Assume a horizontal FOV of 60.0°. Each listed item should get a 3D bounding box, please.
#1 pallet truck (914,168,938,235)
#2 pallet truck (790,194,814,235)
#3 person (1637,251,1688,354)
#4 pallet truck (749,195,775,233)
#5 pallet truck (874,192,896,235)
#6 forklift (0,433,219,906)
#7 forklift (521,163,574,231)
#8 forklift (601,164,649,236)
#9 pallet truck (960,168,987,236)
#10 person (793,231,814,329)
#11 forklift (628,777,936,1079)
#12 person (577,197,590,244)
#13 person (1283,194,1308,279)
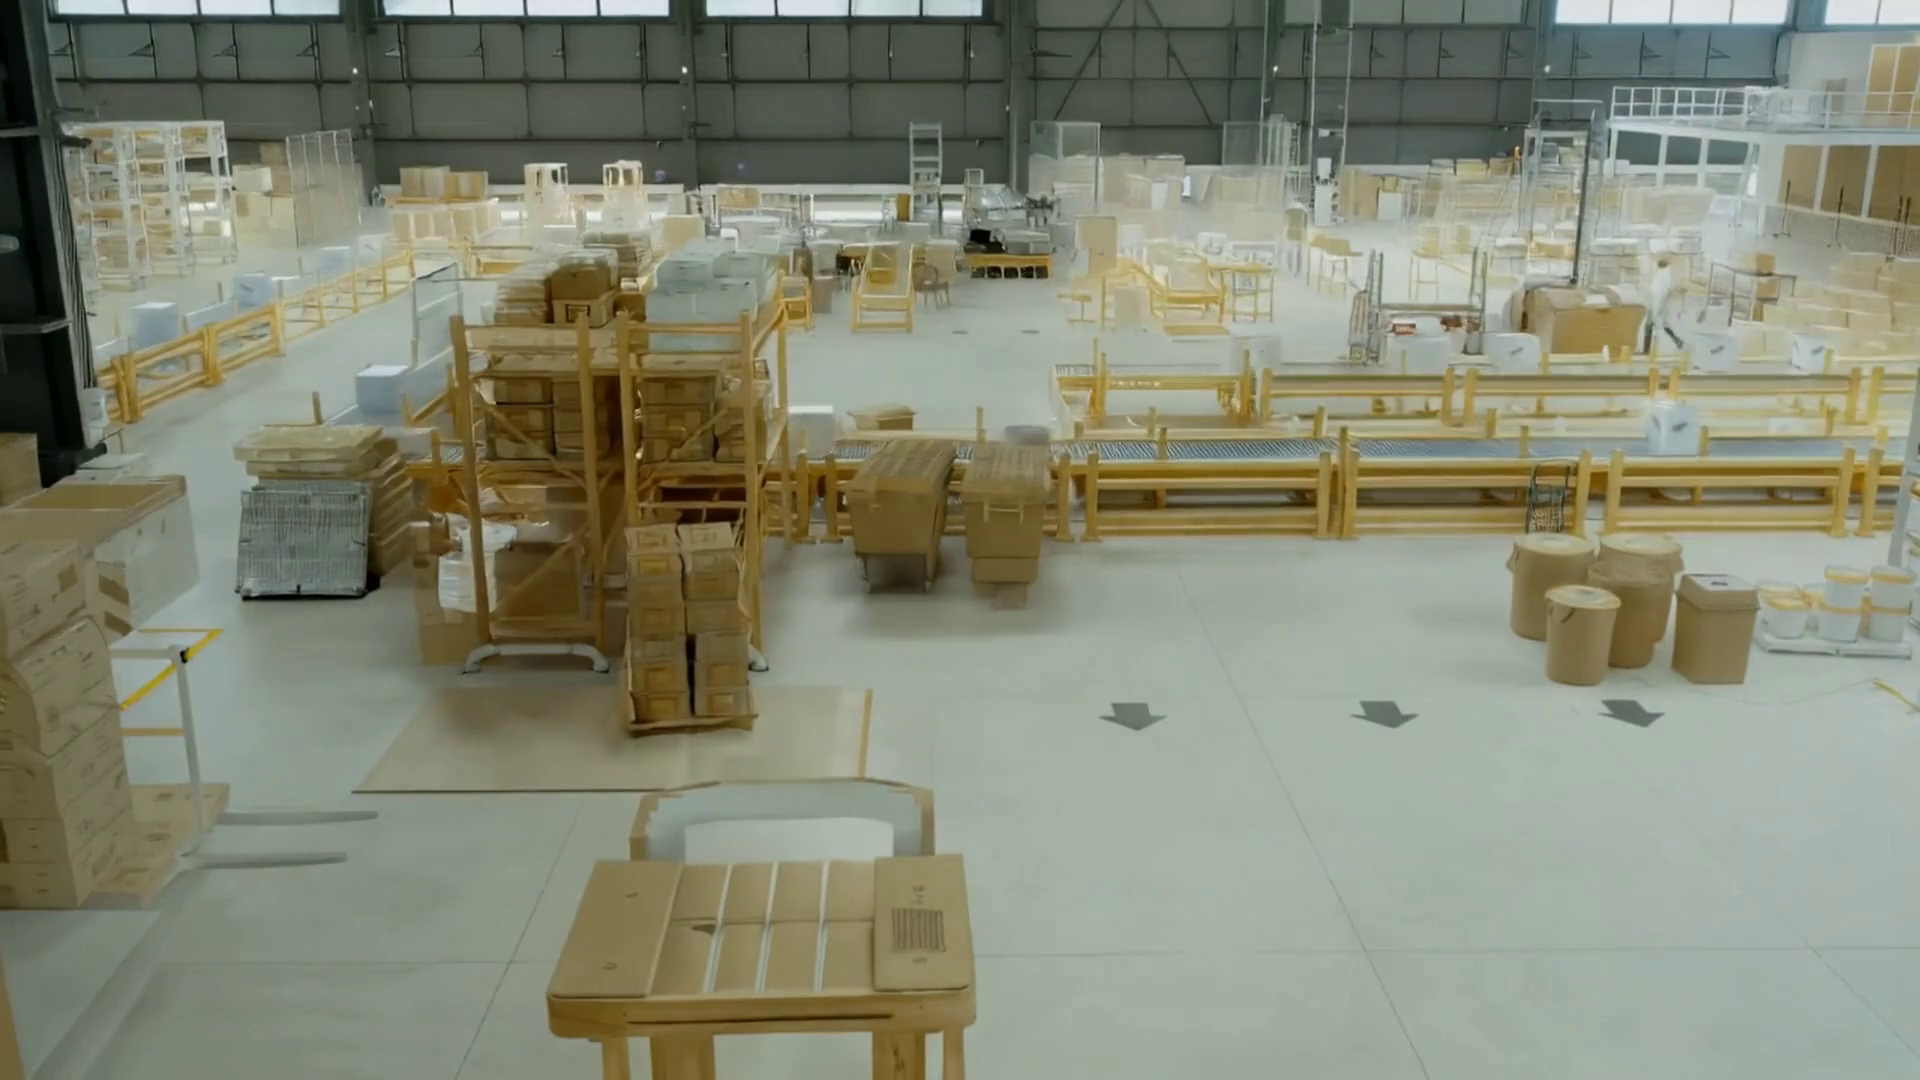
[{"bbox_3d":[-0.989,-10.316,50.507,0.823,1.965,1.885,1,16,3],"label":"pallet truck"},{"bbox_3d":[-4.814,-9.883,50.259,0.704,1.261,1.522,-1,16,-3],"label":"pallet truck"},{"bbox_3d":[12.351,-4.106,29.102,0.878,1.912,0.547,-2,16,-7],"label":"person"},{"bbox_3d":[-6.051,-9.967,50.660,0.680,1.201,1.601,0,16,-1],"label":"pallet truck"},{"bbox_3d":[-2.277,-9.986,50.594,0.653,1.274,1.630,0,16,-1],"label":"pallet truck"},{"bbox_3d":[-5.952,0.780,10.366,1.873,2.768,1.129,0,16,-1],"label":"forklift"},{"bbox_3d":[-12.233,-10.122,49.298,1.157,1.987,2.680,0,16,-1],"label":"forklift"},{"bbox_3d":[-9.948,-10.127,49.296,1.157,1.987,2.680,-1,16,-3],"label":"forklift"},{"bbox_3d":[0.383,-10.230,50.206,0.823,1.965,1.885,-1,16,-3],"label":"pallet truck"},{"bbox_3d":[-3.069,-5.087,32.521,0.398,1.897,0.663,-3,16,-10],"label":"person"},{"bbox_3d":[-0.542,2.165,5.552,1.129,2.768,1.873,-1,16,-2],"label":"forklift"},{"bbox_3d":[-9.687,-7.902,42.586,0.871,1.729,0.525,-9,18,-29],"label":"person"},{"bbox_3d":[8.107,-7.314,40.045,0.618,2.006,0.916,8,18,26],"label":"person"}]
